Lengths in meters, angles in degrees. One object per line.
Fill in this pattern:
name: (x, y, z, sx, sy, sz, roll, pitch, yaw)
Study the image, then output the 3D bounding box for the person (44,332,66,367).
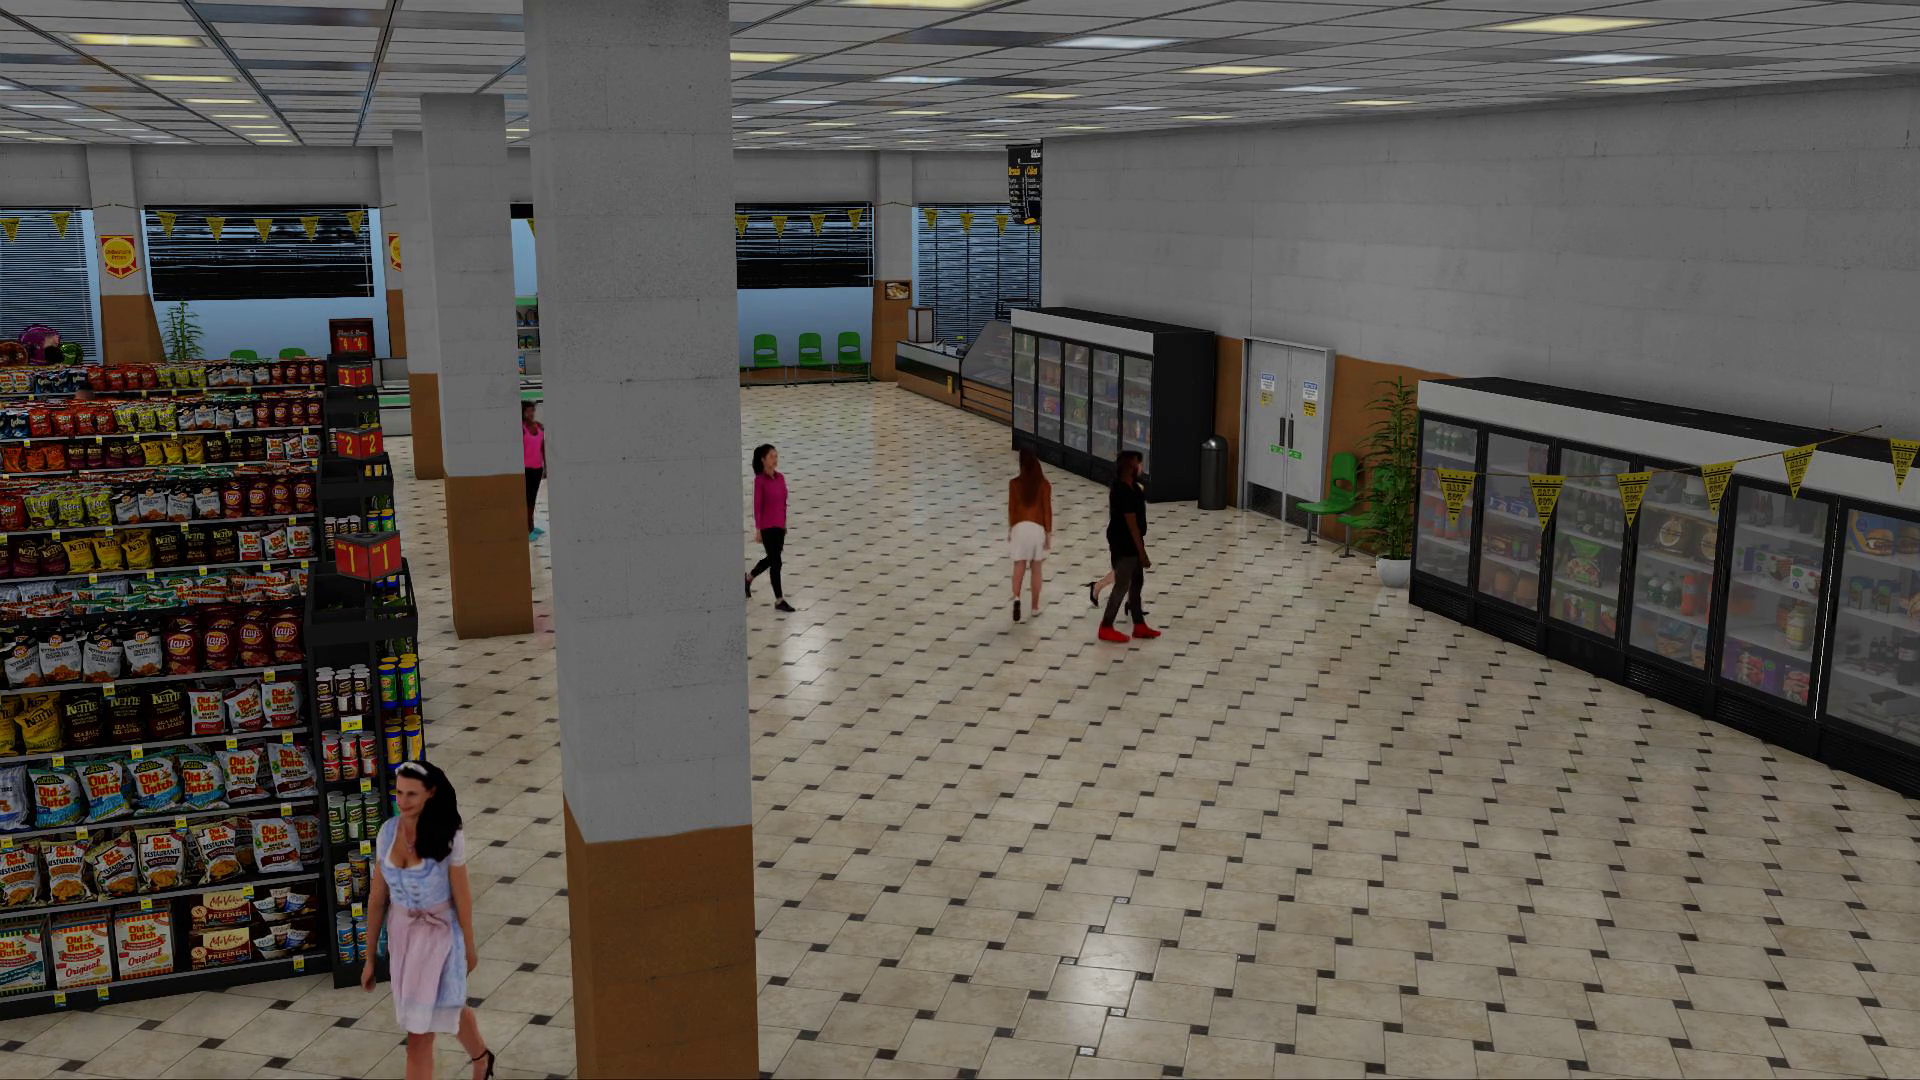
person: (-16.276, -2.870, 29.758, 0.702, 1.680, 0.617, -4, 13, -19)

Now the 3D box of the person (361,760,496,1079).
person: (-2.296, 1.811, 7.321, 1.202, 1.764, 1.169, 4, 12, 17)

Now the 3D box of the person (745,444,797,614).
person: (-1.961, -0.116, 16.687, 1.016, 1.677, 1.044, 8, 14, 33)

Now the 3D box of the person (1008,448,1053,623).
person: (0.650, -0.019, 16.204, 1.048, 1.686, 0.990, 3, 12, 12)

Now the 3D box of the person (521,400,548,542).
person: (-5.227, -0.861, 20.158, 0.840, 1.703, 0.843, 9, 15, 37)

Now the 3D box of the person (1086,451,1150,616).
person: (1.565, -0.041, 16.379, 1.016, 1.656, 0.927, 3, 12, 12)

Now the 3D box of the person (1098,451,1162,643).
person: (1.465, 0.078, 15.512, 0.968, 1.780, 0.879, 1, 12, 5)
